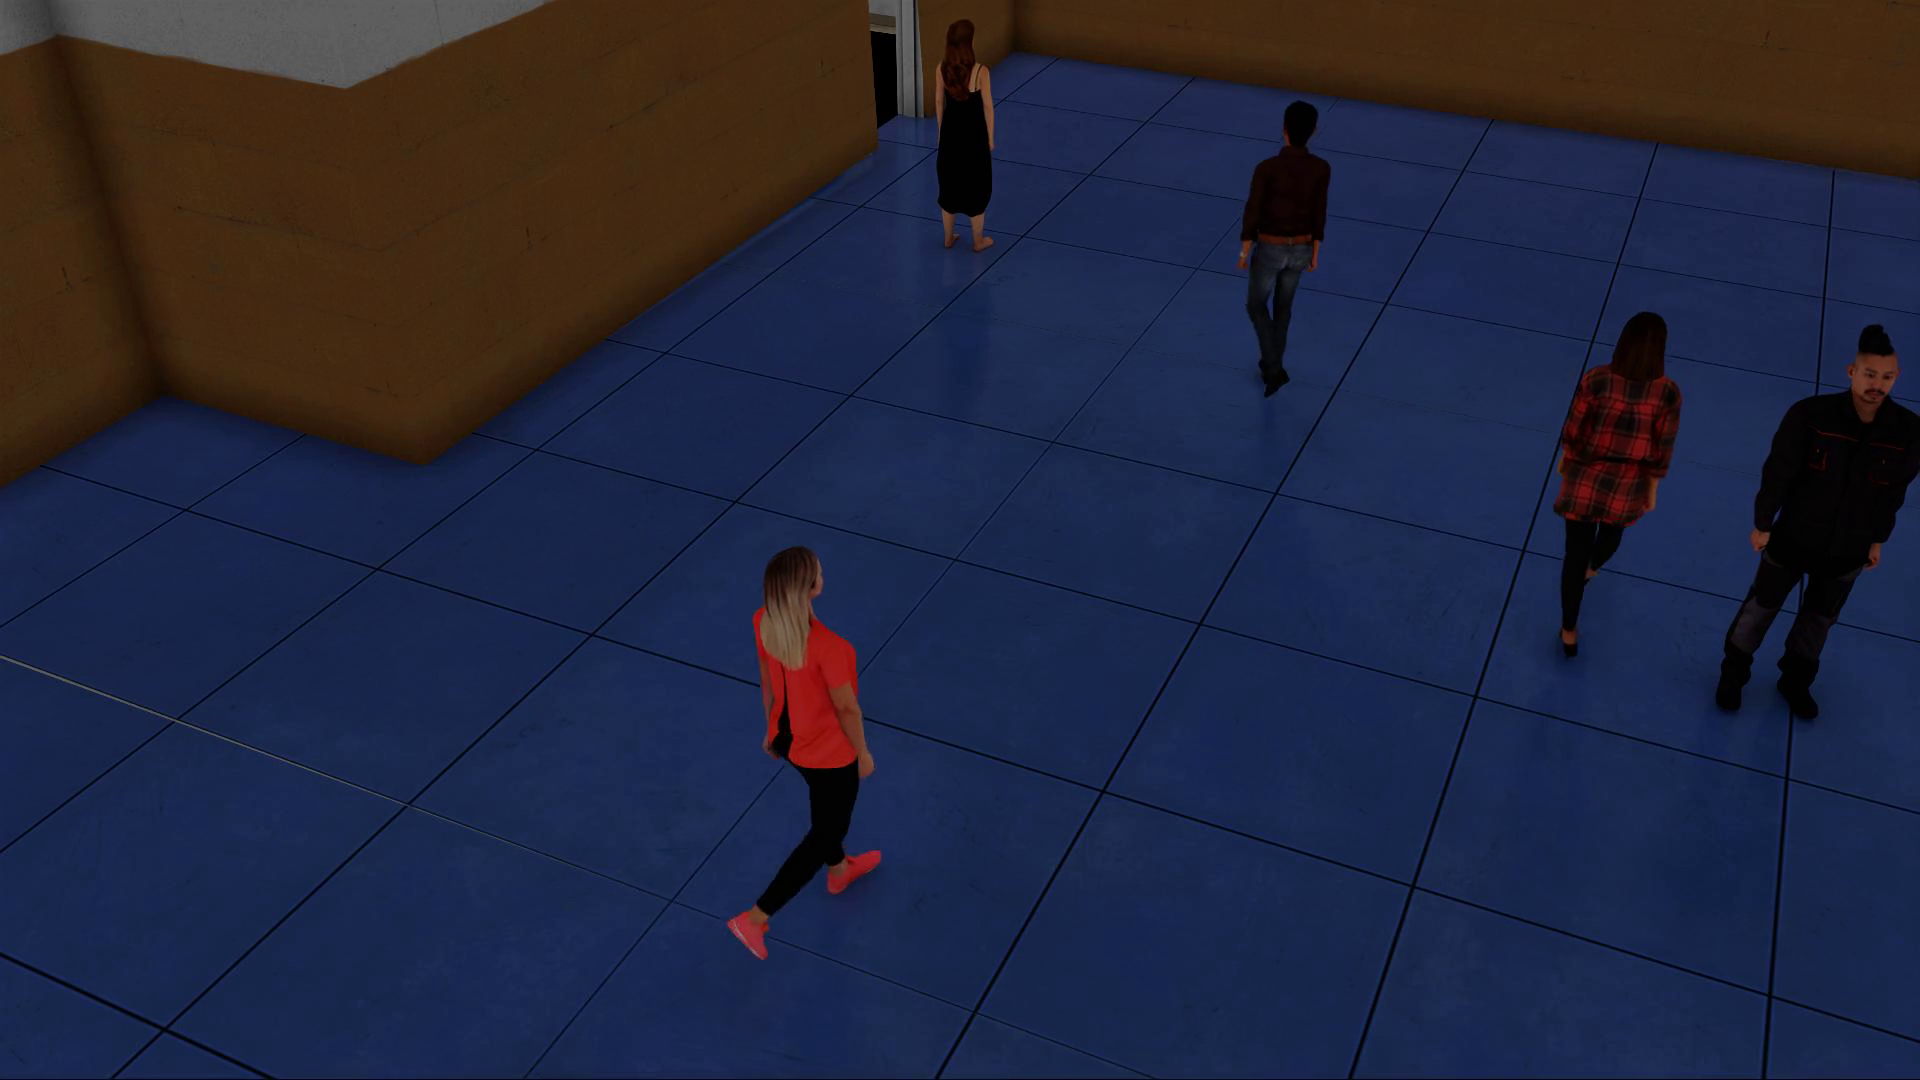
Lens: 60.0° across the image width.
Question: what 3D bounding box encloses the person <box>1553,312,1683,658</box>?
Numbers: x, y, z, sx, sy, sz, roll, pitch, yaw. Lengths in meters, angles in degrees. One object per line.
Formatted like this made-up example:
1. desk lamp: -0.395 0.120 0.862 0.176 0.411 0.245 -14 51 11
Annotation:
1. person: 2.946 -0.209 7.608 0.994 1.662 0.739 11 35 17

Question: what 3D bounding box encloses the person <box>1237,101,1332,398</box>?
1. person: 1.896 -1.629 9.648 0.989 1.766 0.996 -5 34 -7

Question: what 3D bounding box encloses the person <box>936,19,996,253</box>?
1. person: 0.021 -2.794 11.526 0.527 1.626 0.639 11 35 16

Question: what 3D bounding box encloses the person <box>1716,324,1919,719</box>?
1. person: 3.725 -0.065 7.190 0.662 1.861 0.883 6 34 9

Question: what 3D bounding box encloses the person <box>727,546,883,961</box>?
1. person: -0.600 0.801 6.077 1.065 1.675 0.911 29 43 36
